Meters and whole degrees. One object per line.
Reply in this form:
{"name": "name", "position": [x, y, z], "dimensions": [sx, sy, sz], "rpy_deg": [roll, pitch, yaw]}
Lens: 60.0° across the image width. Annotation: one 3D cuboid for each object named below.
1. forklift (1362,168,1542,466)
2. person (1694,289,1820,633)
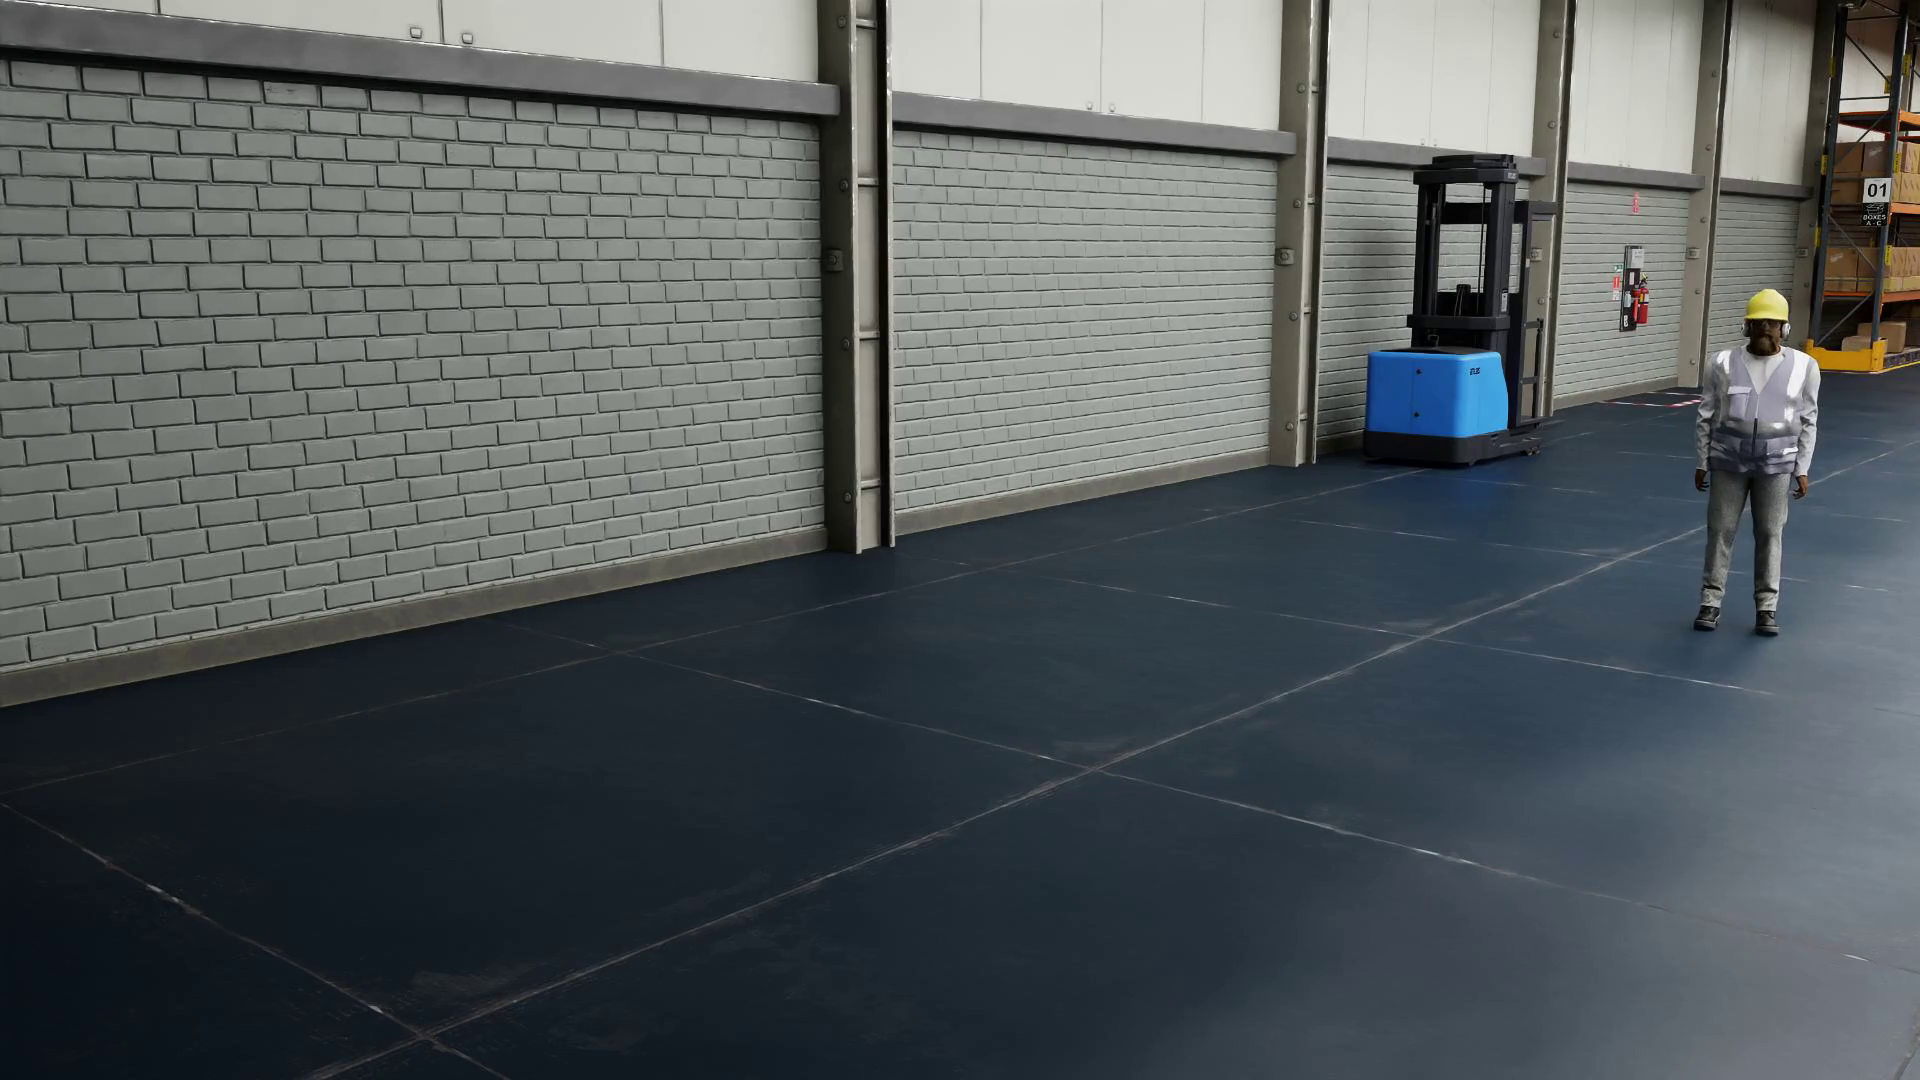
{"name": "forklift", "position": [4.875, -2.212, 16.287], "dimensions": [1.129, 2.768, 1.873], "rpy_deg": [8, 13, 40]}
{"name": "person", "position": [4.260, -0.421, 8.940], "dimensions": [0.590, 1.837, 0.404], "rpy_deg": [5, 11, 25]}
